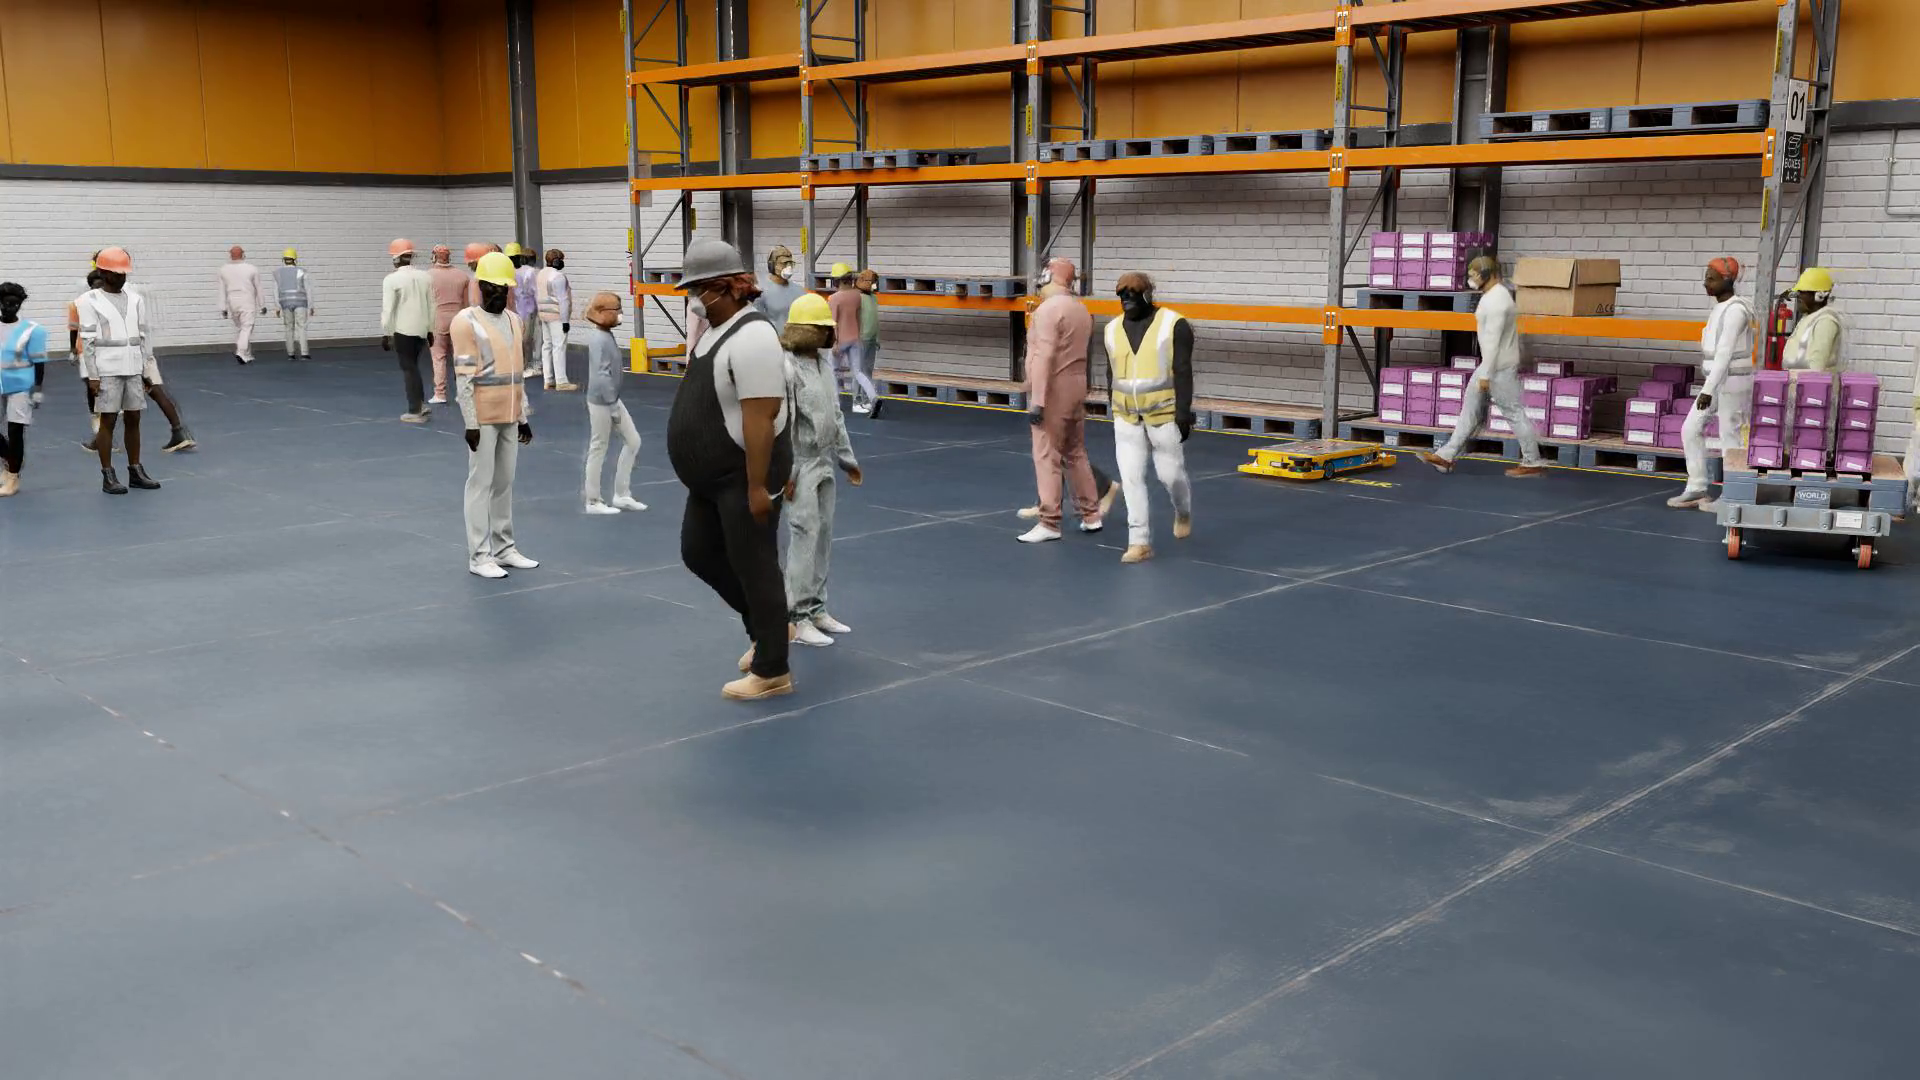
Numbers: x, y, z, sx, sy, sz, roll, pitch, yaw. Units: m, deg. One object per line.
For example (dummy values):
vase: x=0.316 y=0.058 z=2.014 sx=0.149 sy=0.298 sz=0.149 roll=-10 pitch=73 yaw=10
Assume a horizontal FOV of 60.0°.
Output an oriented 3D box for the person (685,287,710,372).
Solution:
person: x=-2.335 y=-1.631 z=15.193 sx=0.415 sy=1.754 sz=0.542 roll=4 pitch=11 yaw=20

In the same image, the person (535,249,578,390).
person: x=-5.301 y=-2.887 z=21.829 sx=0.430 sy=1.843 sz=0.625 roll=-10 pitch=14 yaw=-42

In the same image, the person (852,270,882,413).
person: x=-1.070 y=-2.280 z=19.088 sx=0.267 sy=1.631 sz=0.507 roll=5 pitch=12 yaw=26

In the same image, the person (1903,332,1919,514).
person: x=7.116 y=-1.005 z=12.133 sx=0.280 sy=1.634 sz=0.498 roll=1 pitch=10 yaw=3

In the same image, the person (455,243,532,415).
person: x=-5.297 y=-2.351 z=18.671 sx=1.023 sy=1.920 sz=0.665 roll=3 pitch=11 yaw=15

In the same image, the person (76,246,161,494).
person: x=-6.623 y=-1.335 z=13.120 sx=0.363 sy=1.933 sz=0.543 roll=6 pitch=12 yaw=28

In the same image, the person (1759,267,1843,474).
person: x=6.550 y=-1.181 z=12.709 sx=0.970 sy=1.785 sz=0.599 roll=2 pitch=11 yaw=12

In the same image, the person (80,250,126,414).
person: x=-9.563 y=-2.326 z=18.734 sx=0.493 sy=1.852 sz=0.551 roll=8 pitch=13 yaw=39

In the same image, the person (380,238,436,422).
person: x=-6.027 y=-2.262 z=18.033 sx=0.517 sy=1.979 sz=0.643 roll=6 pitch=12 yaw=28

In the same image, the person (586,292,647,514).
person: x=-2.485 y=-0.977 z=12.019 sx=0.564 sy=1.609 sz=0.516 roll=0 pitch=10 yaw=0

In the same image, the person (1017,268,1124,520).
person: x=0.778 y=-1.014 z=11.684 sx=0.702 sy=1.821 sz=0.524 roll=2 pitch=11 yaw=13

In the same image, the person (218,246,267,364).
person: x=-11.386 y=-3.713 z=26.334 sx=0.628 sy=1.864 sz=0.980 roll=0 pitch=10 yaw=2

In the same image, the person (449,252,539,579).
person: x=-2.765 y=-0.745 z=9.932 sx=0.383 sy=1.922 sz=0.587 roll=4 pitch=11 yaw=22

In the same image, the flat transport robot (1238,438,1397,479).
flat transport robot: x=3.070 y=-0.706 z=14.224 sx=1.431 sy=0.197 sz=0.652 roll=-10 pitch=14 yaw=-44

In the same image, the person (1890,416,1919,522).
person: x=6.747 y=-0.953 z=11.375 sx=0.615 sy=1.818 sz=0.994 roll=-3 pitch=11 yaw=-16

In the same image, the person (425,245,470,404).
person: x=-6.230 y=-2.601 z=20.095 sx=0.648 sy=1.907 sz=0.409 roll=-10 pitch=14 yaw=-44

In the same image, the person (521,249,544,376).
person: x=-6.239 y=-3.291 z=24.072 sx=0.630 sy=1.831 sz=0.535 roll=-8 pitch=13 yaw=-38

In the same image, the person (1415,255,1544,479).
person: x=4.406 y=-1.436 z=13.875 sx=1.049 sy=1.851 sz=0.694 roll=2 pitch=11 yaw=11

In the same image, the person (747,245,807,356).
person: x=-1.481 y=-1.463 z=13.802 sx=0.372 sy=1.940 sz=0.632 roll=8 pitch=13 yaw=39

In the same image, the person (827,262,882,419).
person: x=-1.216 y=-2.197 z=18.372 sx=0.770 sy=1.742 sz=0.525 roll=10 pitch=14 yaw=43

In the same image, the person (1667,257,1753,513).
person: x=5.467 y=-1.113 z=12.093 sx=0.643 sy=1.861 sz=0.571 roll=1 pitch=10 yaw=8

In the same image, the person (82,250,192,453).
person: x=-7.684 y=-1.741 z=15.416 sx=1.059 sy=1.910 sz=0.614 roll=2 pitch=11 yaw=11

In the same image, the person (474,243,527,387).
person: x=-5.758 y=-2.754 z=20.894 sx=0.663 sy=1.925 sz=0.403 roll=0 pitch=10 yaw=1

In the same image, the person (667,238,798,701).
person: x=-1.004 y=-0.321 z=7.295 sx=0.539 sy=2.000 sz=0.777 roll=-4 pitch=11 yaw=-22

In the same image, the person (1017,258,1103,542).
person: x=0.691 y=-0.929 z=11.072 sx=0.489 sy=1.879 sz=0.758 roll=5 pitch=12 yaw=27

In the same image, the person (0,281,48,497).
person: x=-7.373 y=-1.176 z=12.953 sx=0.574 sy=1.667 sz=0.404 roll=-1 pitch=10 yaw=-3

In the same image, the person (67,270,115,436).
person: x=-8.621 y=-1.867 z=16.696 sx=0.564 sy=1.674 sz=0.401 roll=-7 pitch=12 yaw=-33

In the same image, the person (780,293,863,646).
person: x=-0.719 y=-0.357 z=8.328 sx=0.346 sy=1.740 sz=0.498 roll=5 pitch=11 yaw=23

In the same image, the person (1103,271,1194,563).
person: x=1.210 y=-0.791 z=10.503 sx=0.638 sy=1.811 sz=0.778 roll=5 pitch=12 yaw=27

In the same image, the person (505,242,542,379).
person: x=-6.217 y=-3.227 z=23.471 sx=0.642 sy=1.912 sz=0.568 roll=1 pitch=10 yaw=7

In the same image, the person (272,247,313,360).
person: x=-10.807 y=-3.829 z=27.002 sx=0.590 sy=1.834 sz=0.403 roll=-1 pitch=10 yaw=-6
